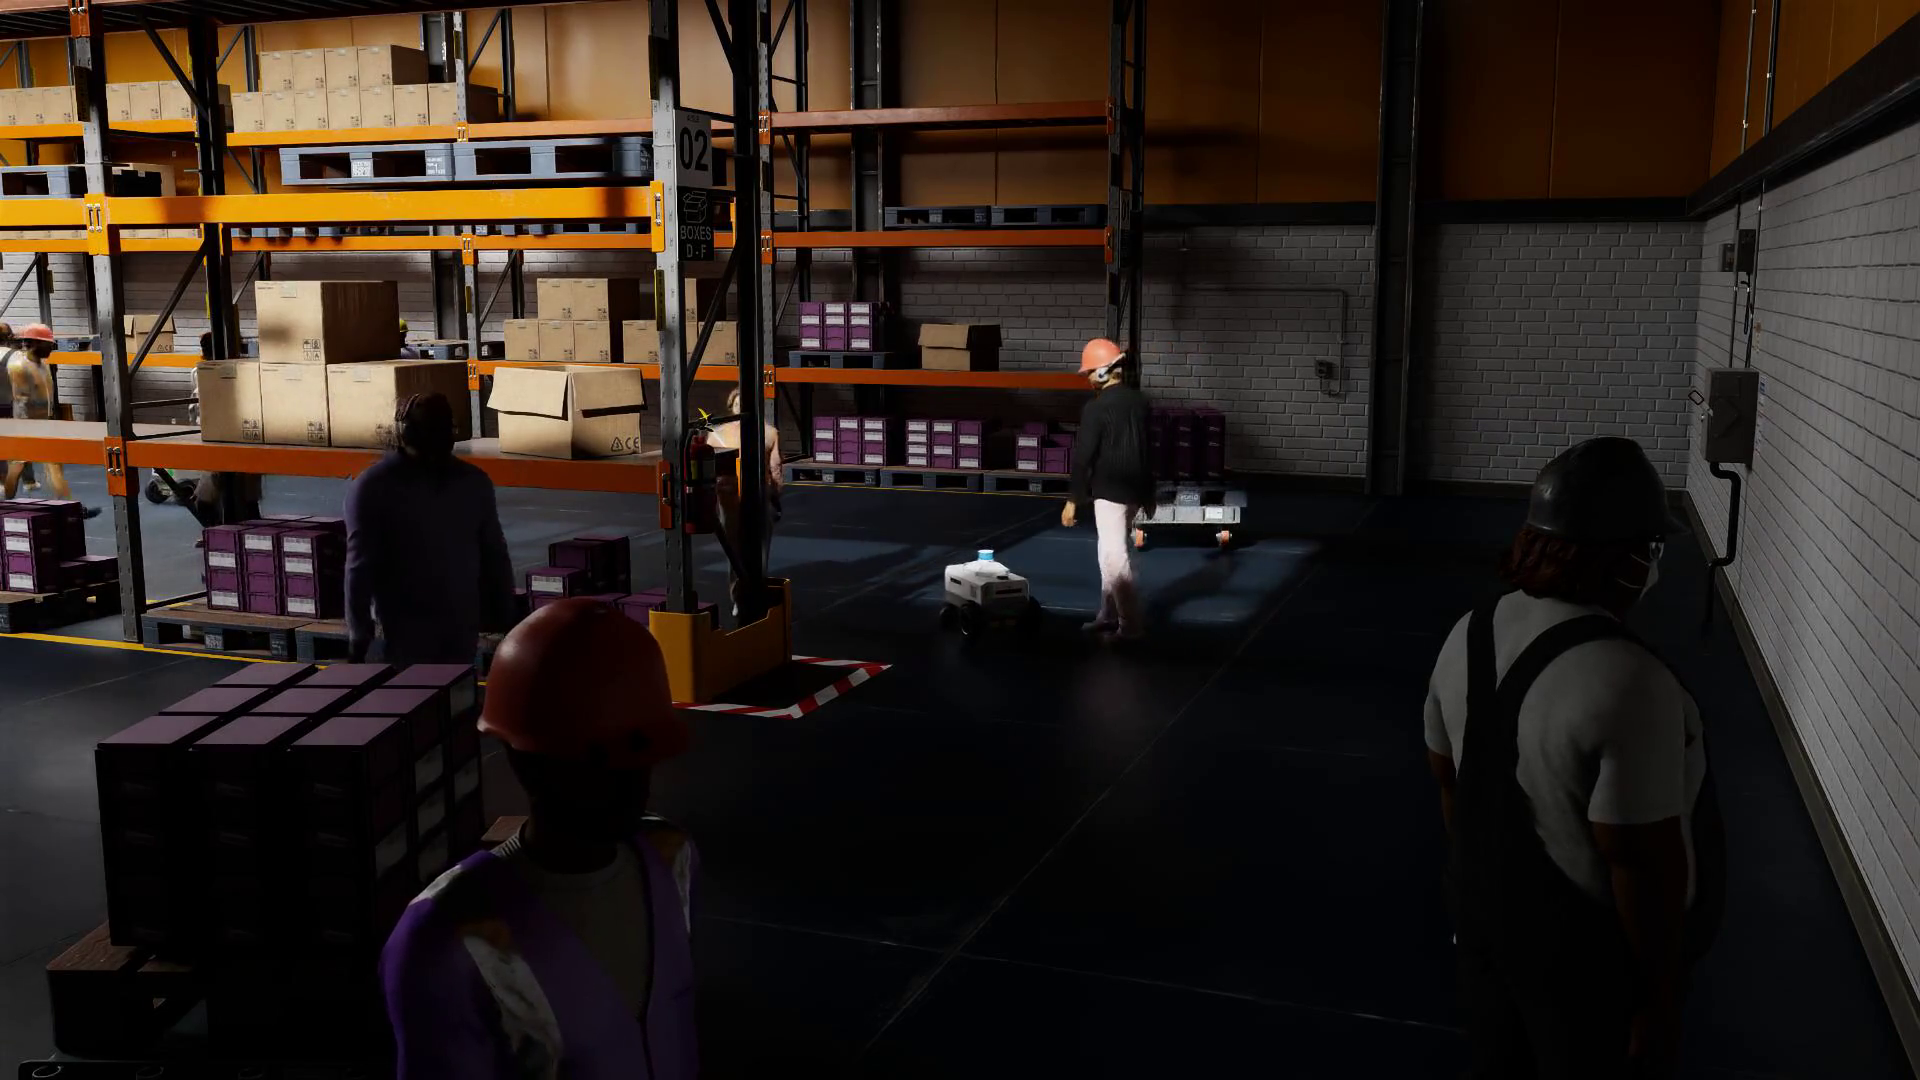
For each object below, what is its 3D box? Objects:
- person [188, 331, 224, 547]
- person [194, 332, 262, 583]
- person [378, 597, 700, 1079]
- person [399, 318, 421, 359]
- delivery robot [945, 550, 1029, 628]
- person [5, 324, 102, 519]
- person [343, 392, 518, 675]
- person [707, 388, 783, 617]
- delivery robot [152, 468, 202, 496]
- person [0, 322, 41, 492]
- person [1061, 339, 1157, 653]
[{"bbox_3d":[-6.405,-0.868,14.399,0.575,1.884,0.355,2,9,11],"label":"person"},{"bbox_3d":[-5.600,-0.625,12.706,0.596,1.942,0.608,4,10,21],"label":"person"},{"bbox_3d":[-0.509,1.029,2.323,0.373,1.934,0.551,5,10,29],"label":"person"},{"bbox_3d":[-5.773,-1.340,17.236,0.381,1.923,0.592,1,9,6],"label":"person"},{"bbox_3d":[0.172,0.307,10.891,0.477,0.478,0.707,-4,10,-22],"label":"delivery robot"},{"bbox_3d":[-8.581,-1.063,15.576,0.940,1.883,0.613,1,9,5],"label":"person"},{"bbox_3d":[-2.072,0.347,6.764,0.815,1.876,0.680,8,12,40],"label":"person"},{"bbox_3d":[-1.463,-0.221,11.238,0.531,1.597,0.815,-1,9,-4],"label":"person"},{"bbox_3d":[-8.000,-0.709,17.265,0.477,0.478,0.707,4,10,25],"label":"delivery robot"},{"bbox_3d":[-10.352,-1.438,18.099,0.507,1.845,0.339,-2,9,-12],"label":"person"},{"bbox_3d":[0.923,-0.283,10.507,0.759,1.952,0.673,9,13,44],"label":"person"}]
